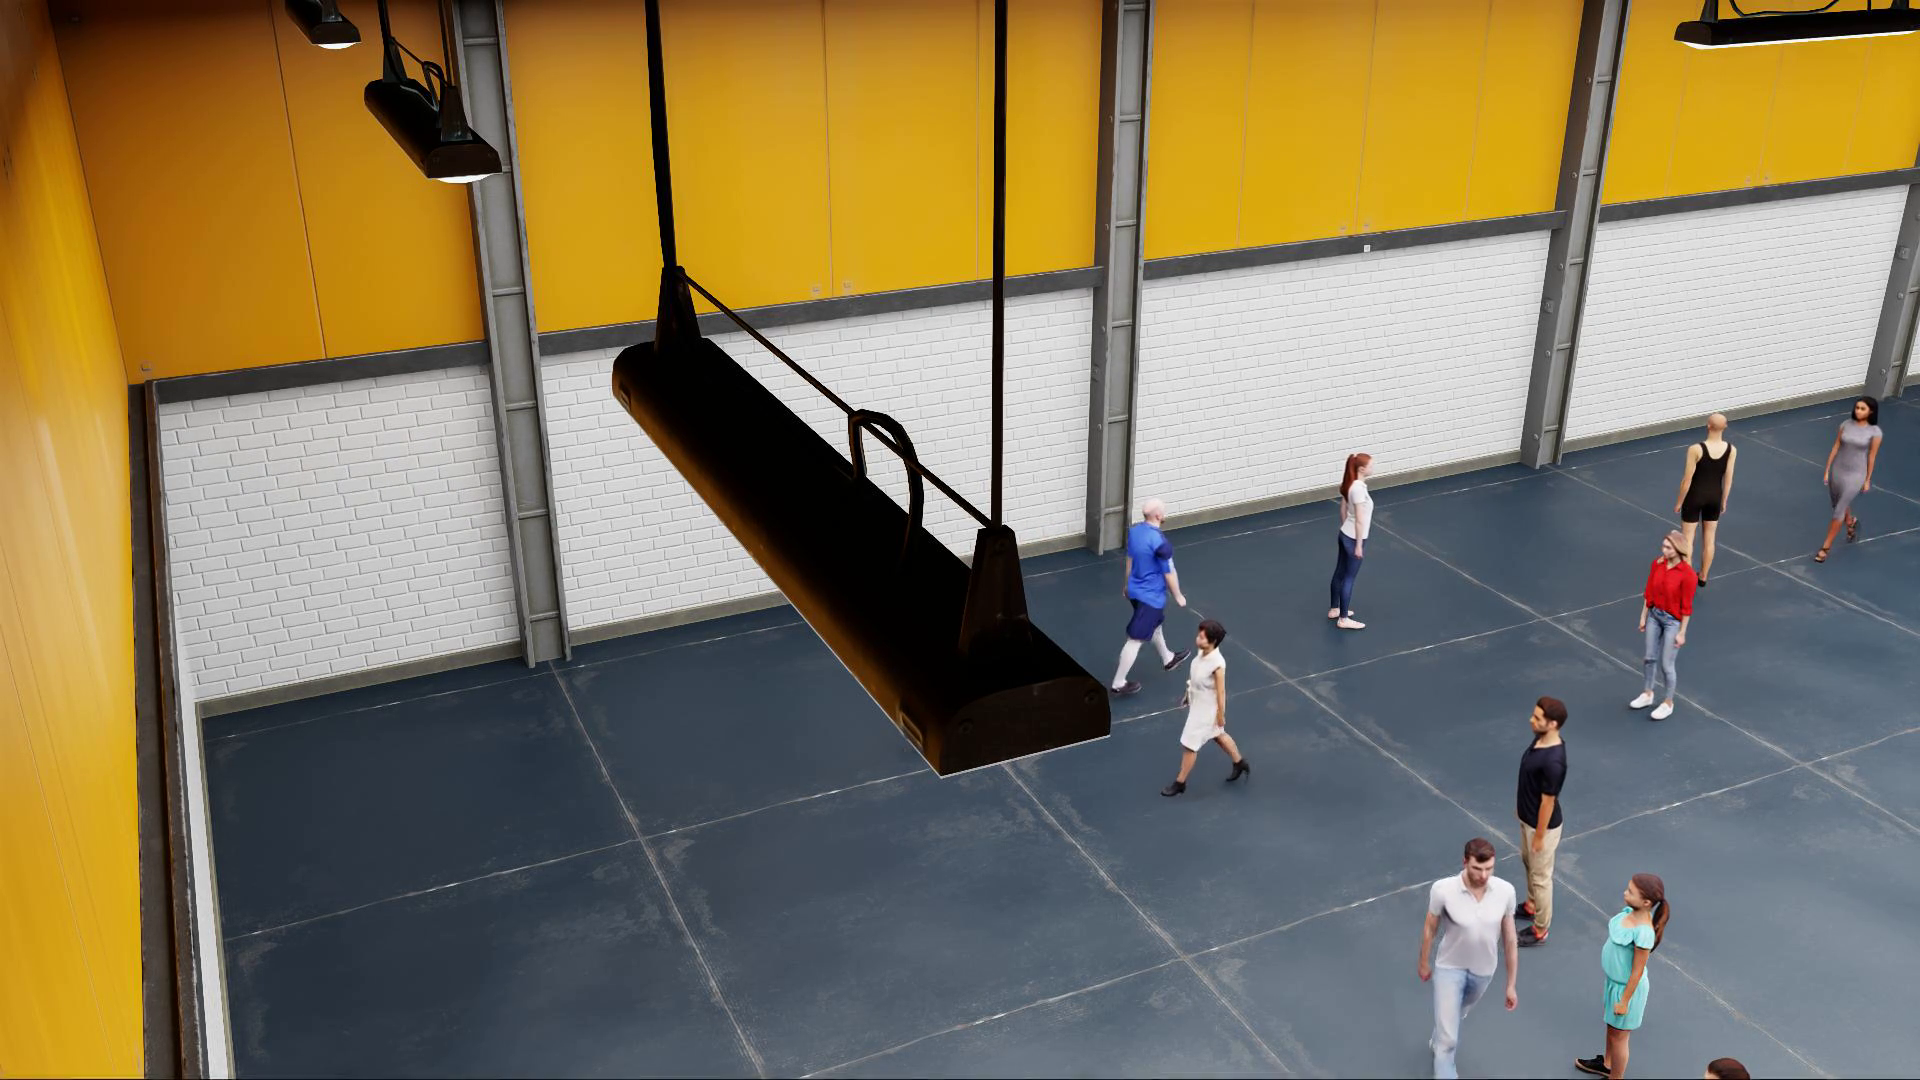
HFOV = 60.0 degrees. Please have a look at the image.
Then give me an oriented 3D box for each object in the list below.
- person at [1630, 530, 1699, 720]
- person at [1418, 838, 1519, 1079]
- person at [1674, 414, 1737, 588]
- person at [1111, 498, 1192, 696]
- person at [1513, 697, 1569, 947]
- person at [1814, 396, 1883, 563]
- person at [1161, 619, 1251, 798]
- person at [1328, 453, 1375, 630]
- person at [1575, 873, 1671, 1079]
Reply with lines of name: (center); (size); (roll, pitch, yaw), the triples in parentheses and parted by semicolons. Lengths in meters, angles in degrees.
person: (6.055, 0.712, 14.248); (0.542, 1.696, 0.639); (-14, 27, -29)
person: (3.000, 2.526, 9.971); (1.188, 1.798, 1.003); (-1, 24, -3)
person: (7.429, -0.393, 16.627); (0.595, 1.815, 0.771); (0, 24, -1)
person: (1.564, 0.538, 14.534); (1.134, 1.787, 0.677); (-11, 26, -24)
person: (3.968, 1.901, 11.334); (0.739, 1.852, 0.716); (3, 24, 8)
person: (9.272, -0.648, 17.291); (1.122, 1.751, 0.746); (-16, 28, -33)
person: (2.020, 1.312, 13.099); (1.056, 1.518, 0.721); (-4, 24, -10)
person: (3.721, -0.010, 15.847); (0.613, 1.738, 0.619); (-2, 24, -5)
person: (3.992, 2.654, 9.976); (0.699, 1.558, 0.650); (5, 24, 12)
